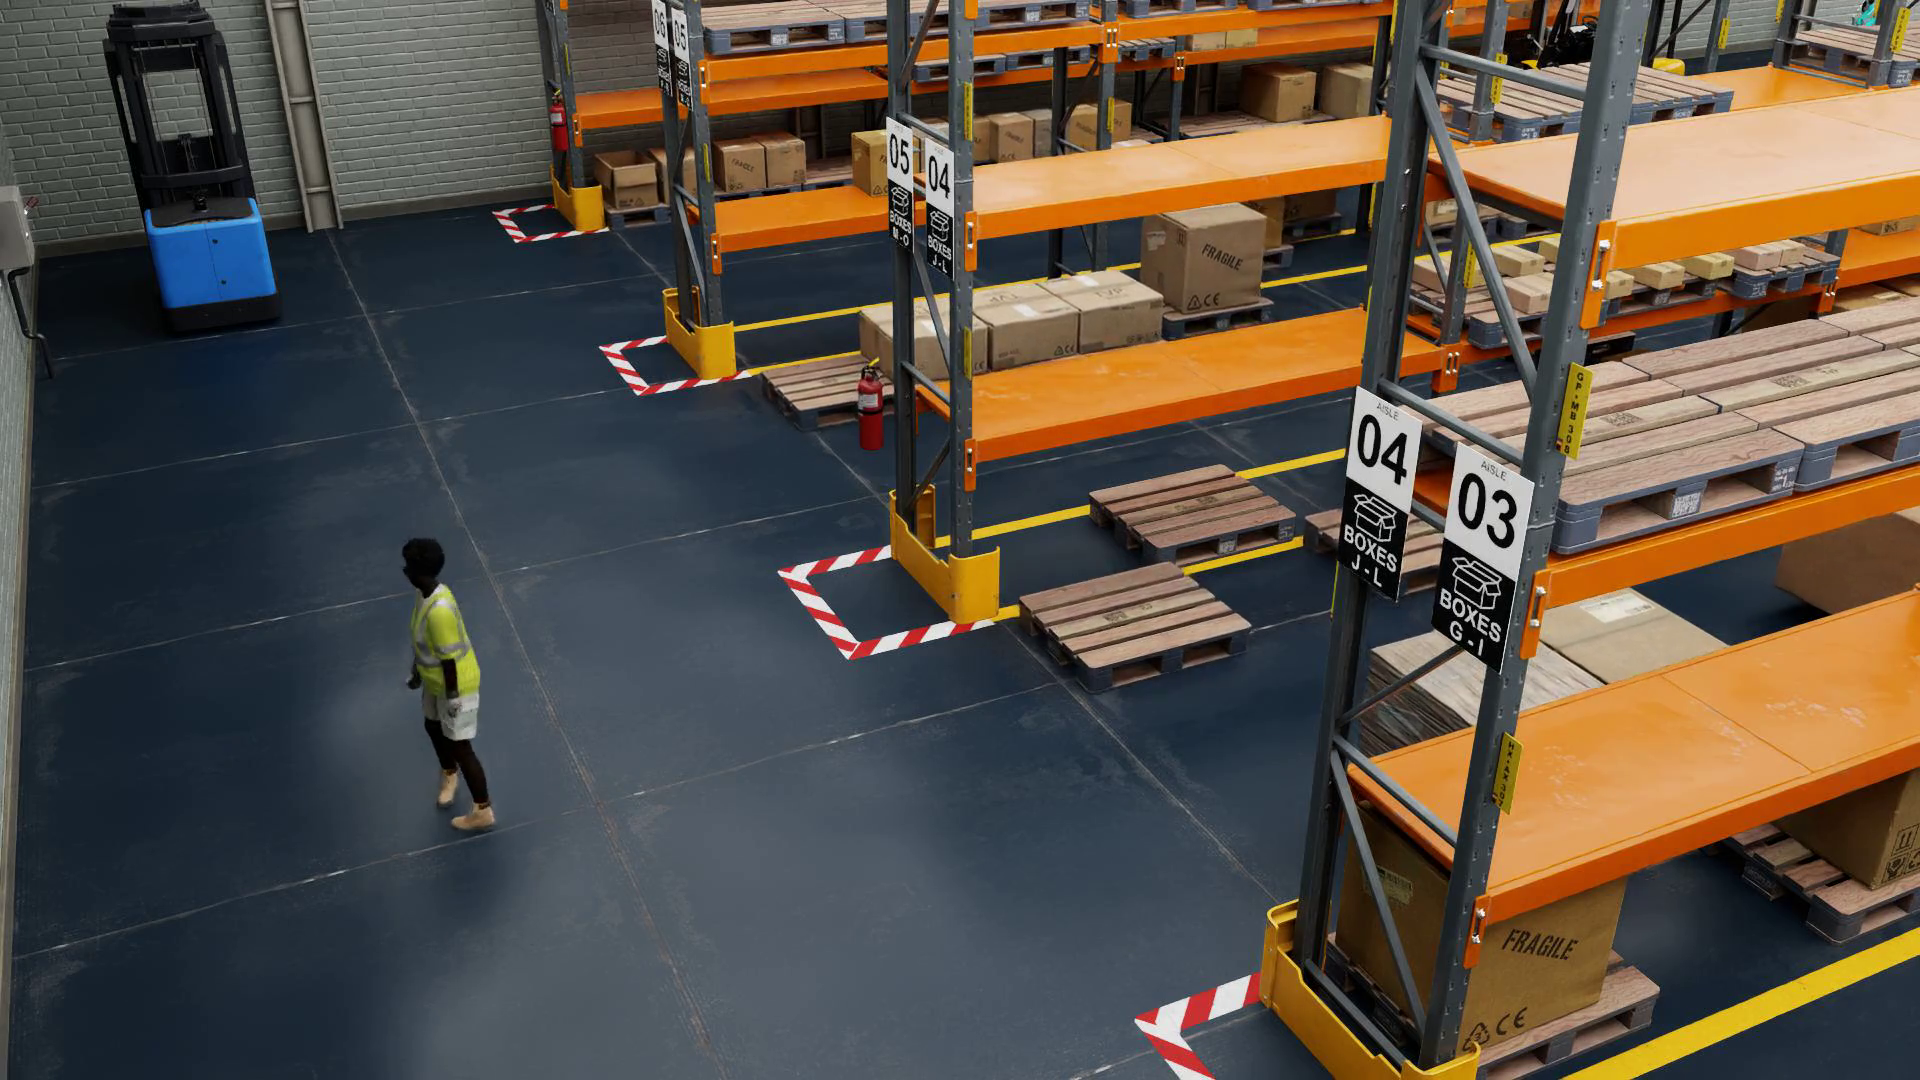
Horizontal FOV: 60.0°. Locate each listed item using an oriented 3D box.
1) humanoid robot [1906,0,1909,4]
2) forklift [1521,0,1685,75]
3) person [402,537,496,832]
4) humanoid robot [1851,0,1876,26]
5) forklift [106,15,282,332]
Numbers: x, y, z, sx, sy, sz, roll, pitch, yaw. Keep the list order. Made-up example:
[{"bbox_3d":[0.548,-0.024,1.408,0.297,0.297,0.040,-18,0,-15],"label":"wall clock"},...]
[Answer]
[{"bbox_3d":[14.668,-8.093,26.087,0.534,1.641,0.609,14,31,25],"label":"humanoid robot"},{"bbox_3d":[8.950,-6.807,23.056,1.214,2.155,2.313,-12,30,-22],"label":"forklift"},{"bbox_3d":[-2.802,0.779,9.104,0.350,1.652,0.596,-15,31,-27],"label":"person"},{"bbox_3d":[14.727,-8.647,26.923,0.735,1.677,0.533,-12,30,-22],"label":"humanoid robot"},{"bbox_3d":[-7.548,-3.672,16.323,1.129,2.768,1.873,-12,30,-22],"label":"forklift"}]
